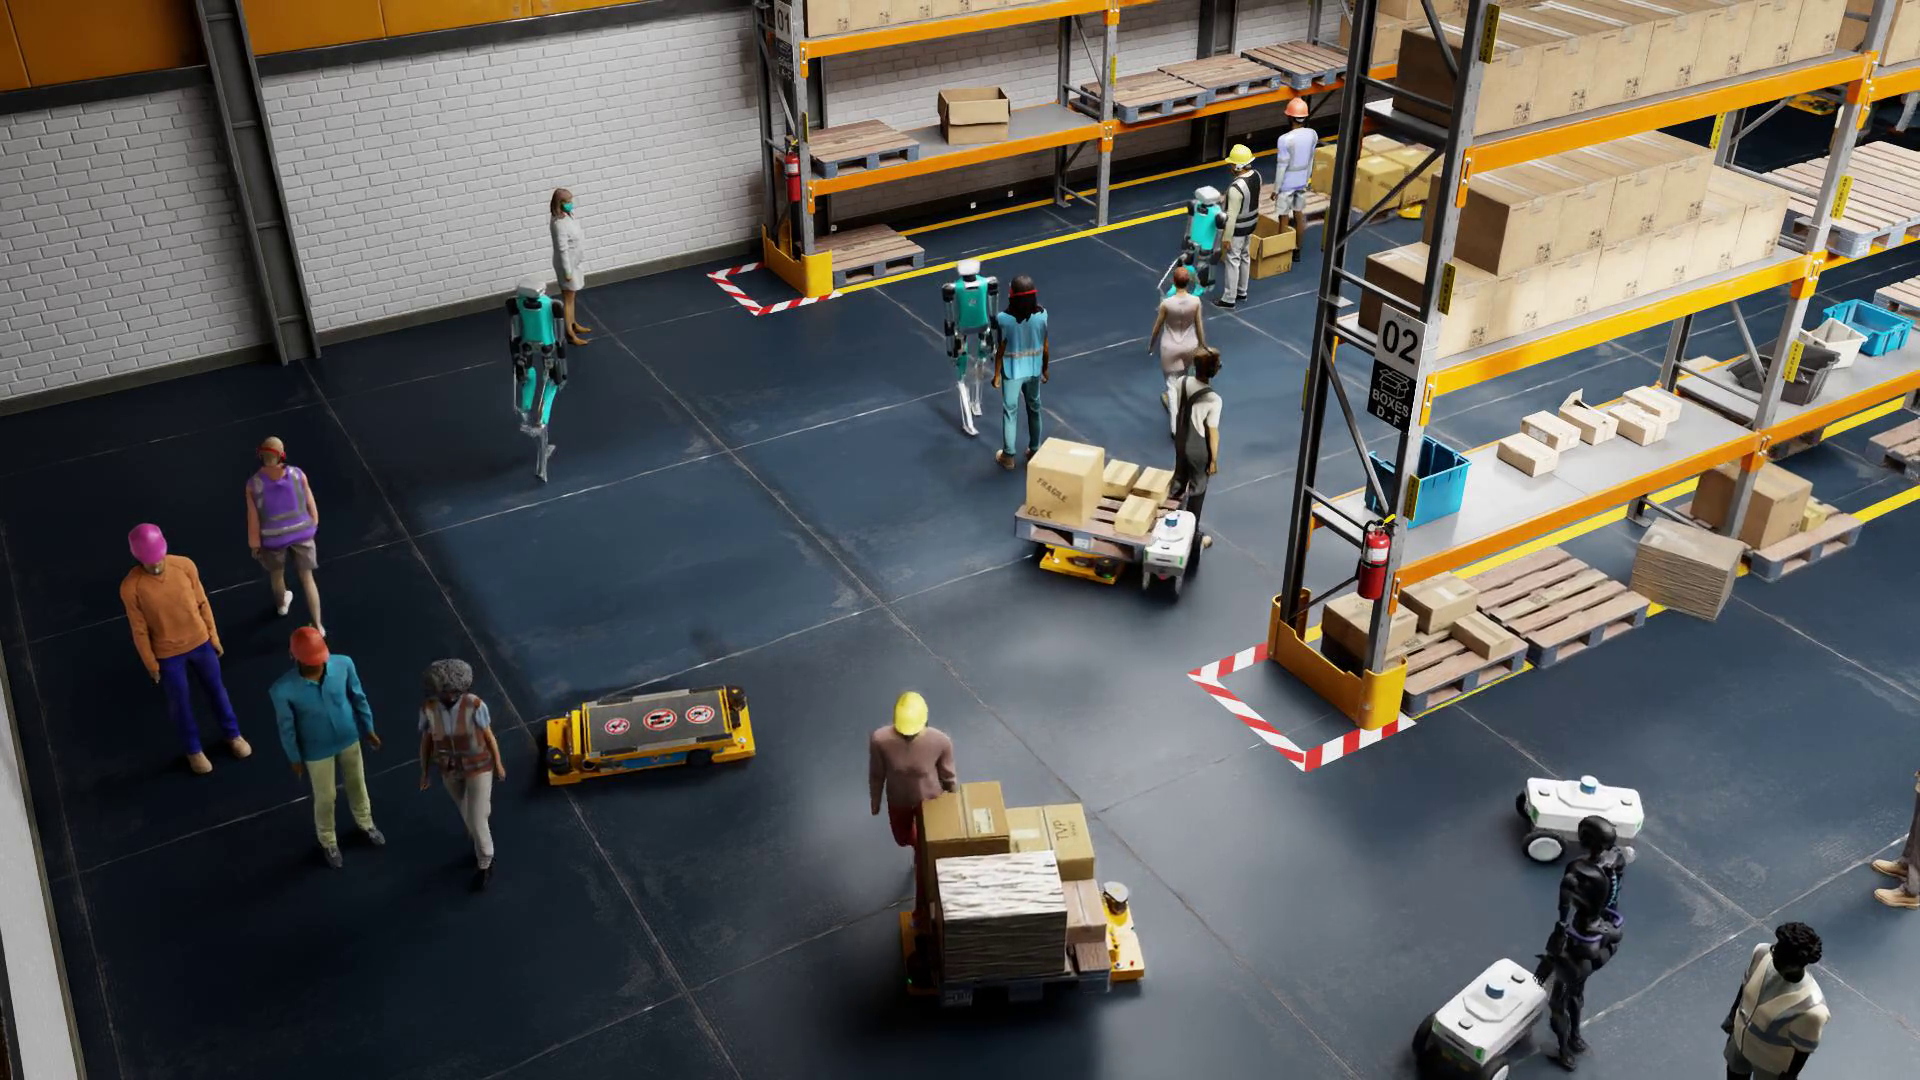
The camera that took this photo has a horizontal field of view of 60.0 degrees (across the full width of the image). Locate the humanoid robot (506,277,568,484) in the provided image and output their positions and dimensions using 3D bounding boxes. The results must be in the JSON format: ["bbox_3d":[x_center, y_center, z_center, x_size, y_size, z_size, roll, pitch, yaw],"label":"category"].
[{"bbox_3d":[-3.842,-1.369,14.930,0.557,1.818,0.895,3,32,5],"label":"humanoid robot"}]

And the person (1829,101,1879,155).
[{"bbox_3d":[10.682,-4.677,20.058,0.568,1.842,0.372,-13,34,-19],"label":"person"}]

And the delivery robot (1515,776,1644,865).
[{"bbox_3d":[4.079,1.807,10.924,0.772,0.586,0.499,6,33,9],"label":"delivery robot"}]

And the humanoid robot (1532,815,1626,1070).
[{"bbox_3d":[3.454,2.237,9.212,0.610,1.648,0.403,-22,38,-30],"label":"humanoid robot"}]

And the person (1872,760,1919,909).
[{"bbox_3d":[6.010,1.510,10.255,0.323,1.775,0.475,14,35,21],"label":"person"}]

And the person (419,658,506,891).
[{"bbox_3d":[-3.138,1.466,10.421,0.514,1.660,0.613,3,32,4],"label":"person"}]

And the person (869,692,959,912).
[{"bbox_3d":[-0.267,1.541,10.242,0.544,1.731,0.746,6,33,9],"label":"person"}]

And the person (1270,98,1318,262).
[{"bbox_3d":[3.776,-4.087,19.033,0.545,1.937,0.377,-18,36,-26],"label":"person"}]

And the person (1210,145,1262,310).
[{"bbox_3d":[3.003,-3.391,18.032,0.403,1.825,0.589,20,37,28],"label":"person"}]

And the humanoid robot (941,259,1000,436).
[{"bbox_3d":[0.080,-1.902,15.748,0.560,1.777,0.889,-5,32,-8],"label":"humanoid robot"}]

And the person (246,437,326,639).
[{"bbox_3d":[-5.209,-0.034,12.834,0.545,1.649,0.739,-16,35,-24],"label":"person"}]

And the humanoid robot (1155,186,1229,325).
[{"bbox_3d":[2.288,-2.636,17.008,0.735,1.900,0.536,-20,37,-29],"label":"humanoid robot"}]

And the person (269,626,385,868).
[{"bbox_3d":[-4.024,1.284,10.644,0.359,1.747,0.568,25,40,34],"label":"person"}]

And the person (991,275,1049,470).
[{"bbox_3d":[0.554,-1.504,14.980,0.537,1.865,0.386,-8,33,-13],"label":"person"}]

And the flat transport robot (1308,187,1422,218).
[{"bbox_3d":[5.109,-4.333,20.995,1.431,0.231,0.659,10,33,16],"label":"flat transport robot"}]

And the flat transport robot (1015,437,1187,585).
[{"bbox_3d":[1.238,-0.104,14.249,0.659,0.231,1.431,13,34,20],"label":"flat transport robot"}]

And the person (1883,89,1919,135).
[{"bbox_3d":[13.396,-6.388,22.841,0.514,1.806,0.833,-22,38,-31],"label":"person"}]

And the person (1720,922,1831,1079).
[{"bbox_3d":[4.146,2.612,8.581,0.319,1.691,0.535,-7,33,-11],"label":"person"}]

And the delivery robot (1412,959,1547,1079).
[{"bbox_3d":[2.967,2.746,9.453,0.785,0.614,0.524,-25,40,-34],"label":"delivery robot"}]

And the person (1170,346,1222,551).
[{"bbox_3d":[1.959,-0.755,13.818,0.343,1.838,0.499,-21,38,-30],"label":"person"}]

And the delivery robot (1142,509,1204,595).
[{"bbox_3d":[1.733,0.054,13.746,0.499,0.614,0.815,8,33,13],"label":"delivery robot"}]

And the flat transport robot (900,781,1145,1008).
[{"bbox_3d":[0.368,2.443,10.188,1.431,0.231,0.659,-3,32,-5],"label":"flat transport robot"}]

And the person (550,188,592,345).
[{"bbox_3d":[-4.061,-2.862,17.334,0.341,1.660,0.487,-1,32,-1],"label":"person"}]

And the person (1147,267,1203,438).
[{"bbox_3d":[2.040,-1.795,15.668,0.473,1.615,0.862,-6,33,-10],"label":"person"}]

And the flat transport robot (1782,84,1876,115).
[{"bbox_3d":[12.838,-6.529,24.496,1.431,0.231,0.659,-19,37,-27],"label":"flat transport robot"}]

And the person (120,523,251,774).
[{"bbox_3d":[-5.314,0.723,11.334,0.516,1.975,0.402,-27,41,-36],"label":"person"}]

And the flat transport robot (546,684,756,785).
[{"bbox_3d":[-2.216,1.384,11.877,1.431,0.231,0.659,-7,33,-11],"label":"flat transport robot"}]
